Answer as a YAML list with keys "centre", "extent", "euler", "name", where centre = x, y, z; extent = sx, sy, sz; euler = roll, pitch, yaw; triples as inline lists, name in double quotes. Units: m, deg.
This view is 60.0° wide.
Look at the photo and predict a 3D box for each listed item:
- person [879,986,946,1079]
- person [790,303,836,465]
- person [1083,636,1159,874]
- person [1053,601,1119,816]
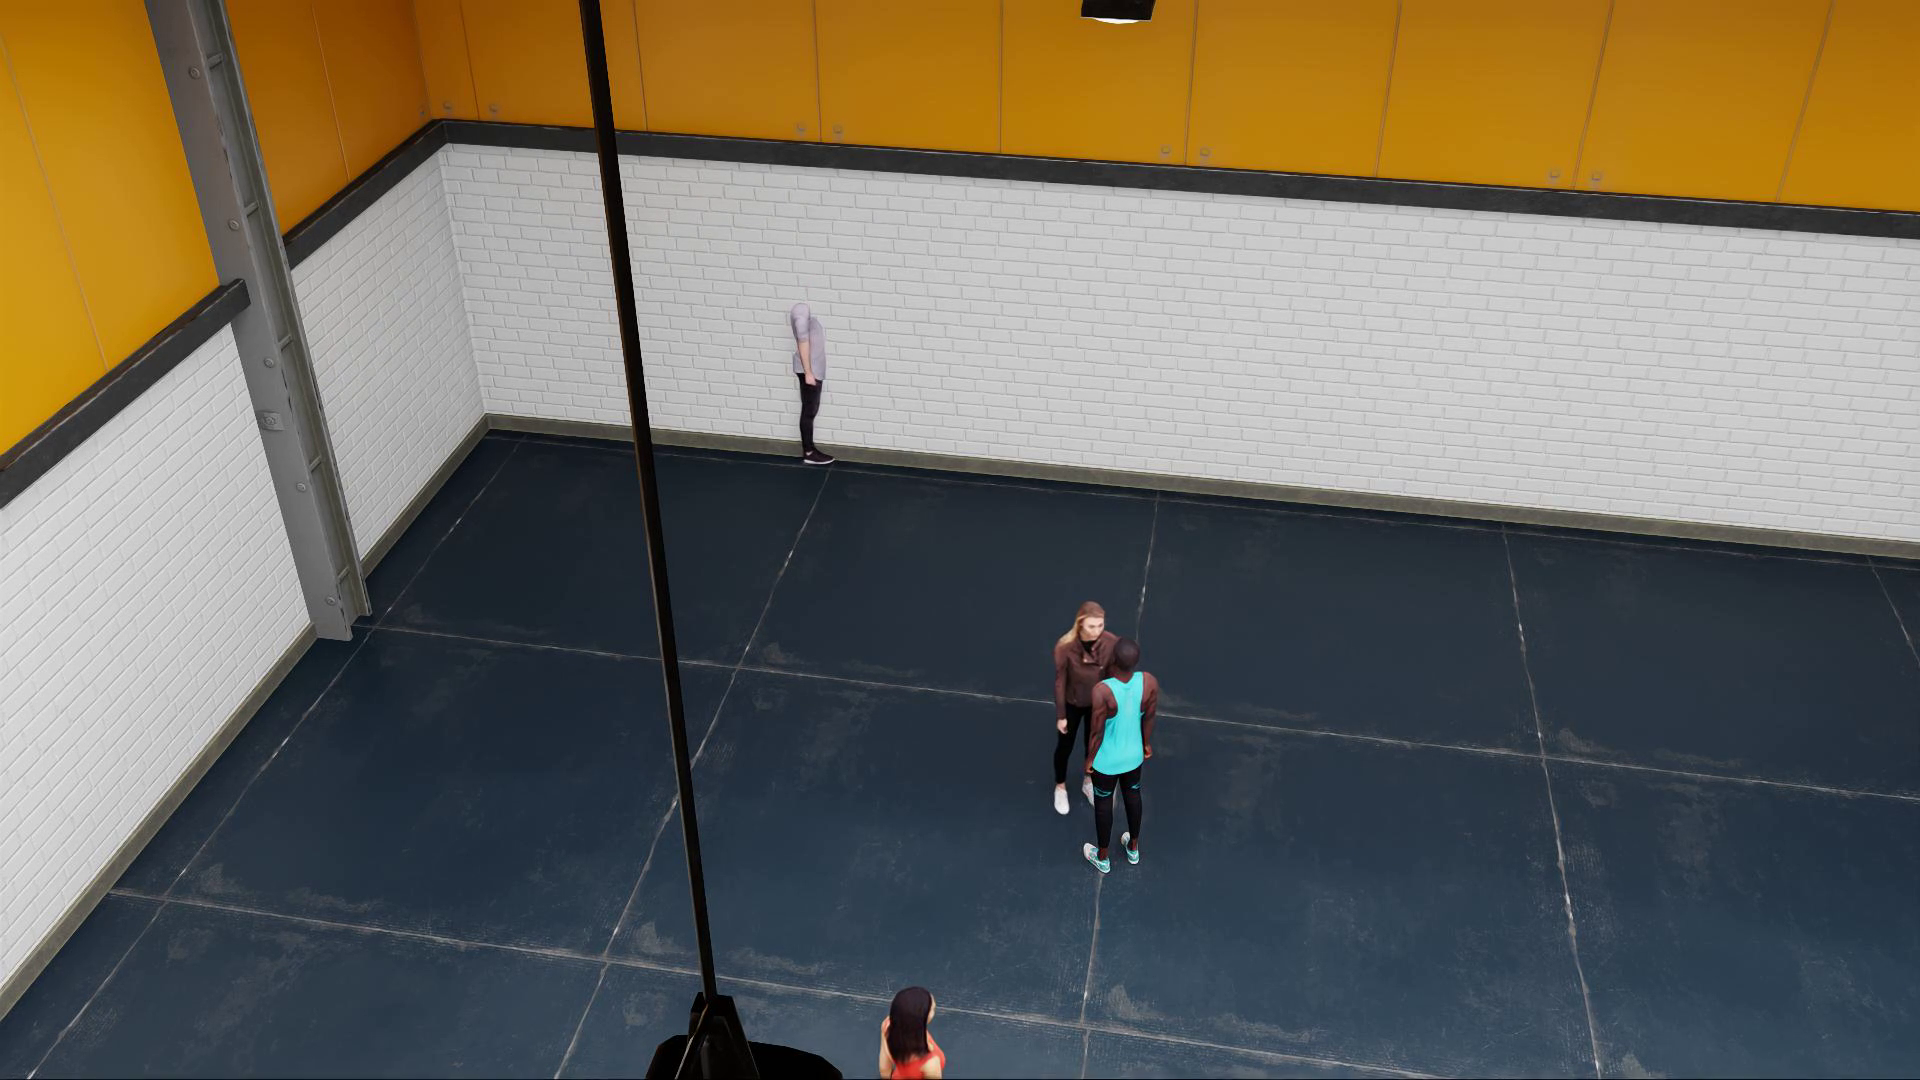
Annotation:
- centre: [-0.228, 2.881, 8.419]
  extent: [0.694, 1.719, 0.668]
  euler: [-28, 43, -35]
  name: "person"
- centre: [-1.358, -1.585, 15.033]
  extent: [0.752, 1.835, 0.564]
  euler: [2, 34, 3]
  name: "person"
- centre: [1.011, 1.368, 10.613]
  extent: [0.696, 1.810, 0.692]
  euler: [-11, 35, -16]
  name: "person"
- centre: [0.825, 1.092, 11.126]
  extent: [0.661, 1.701, 0.634]
  euler: [-7, 34, -10]
  name: "person"
